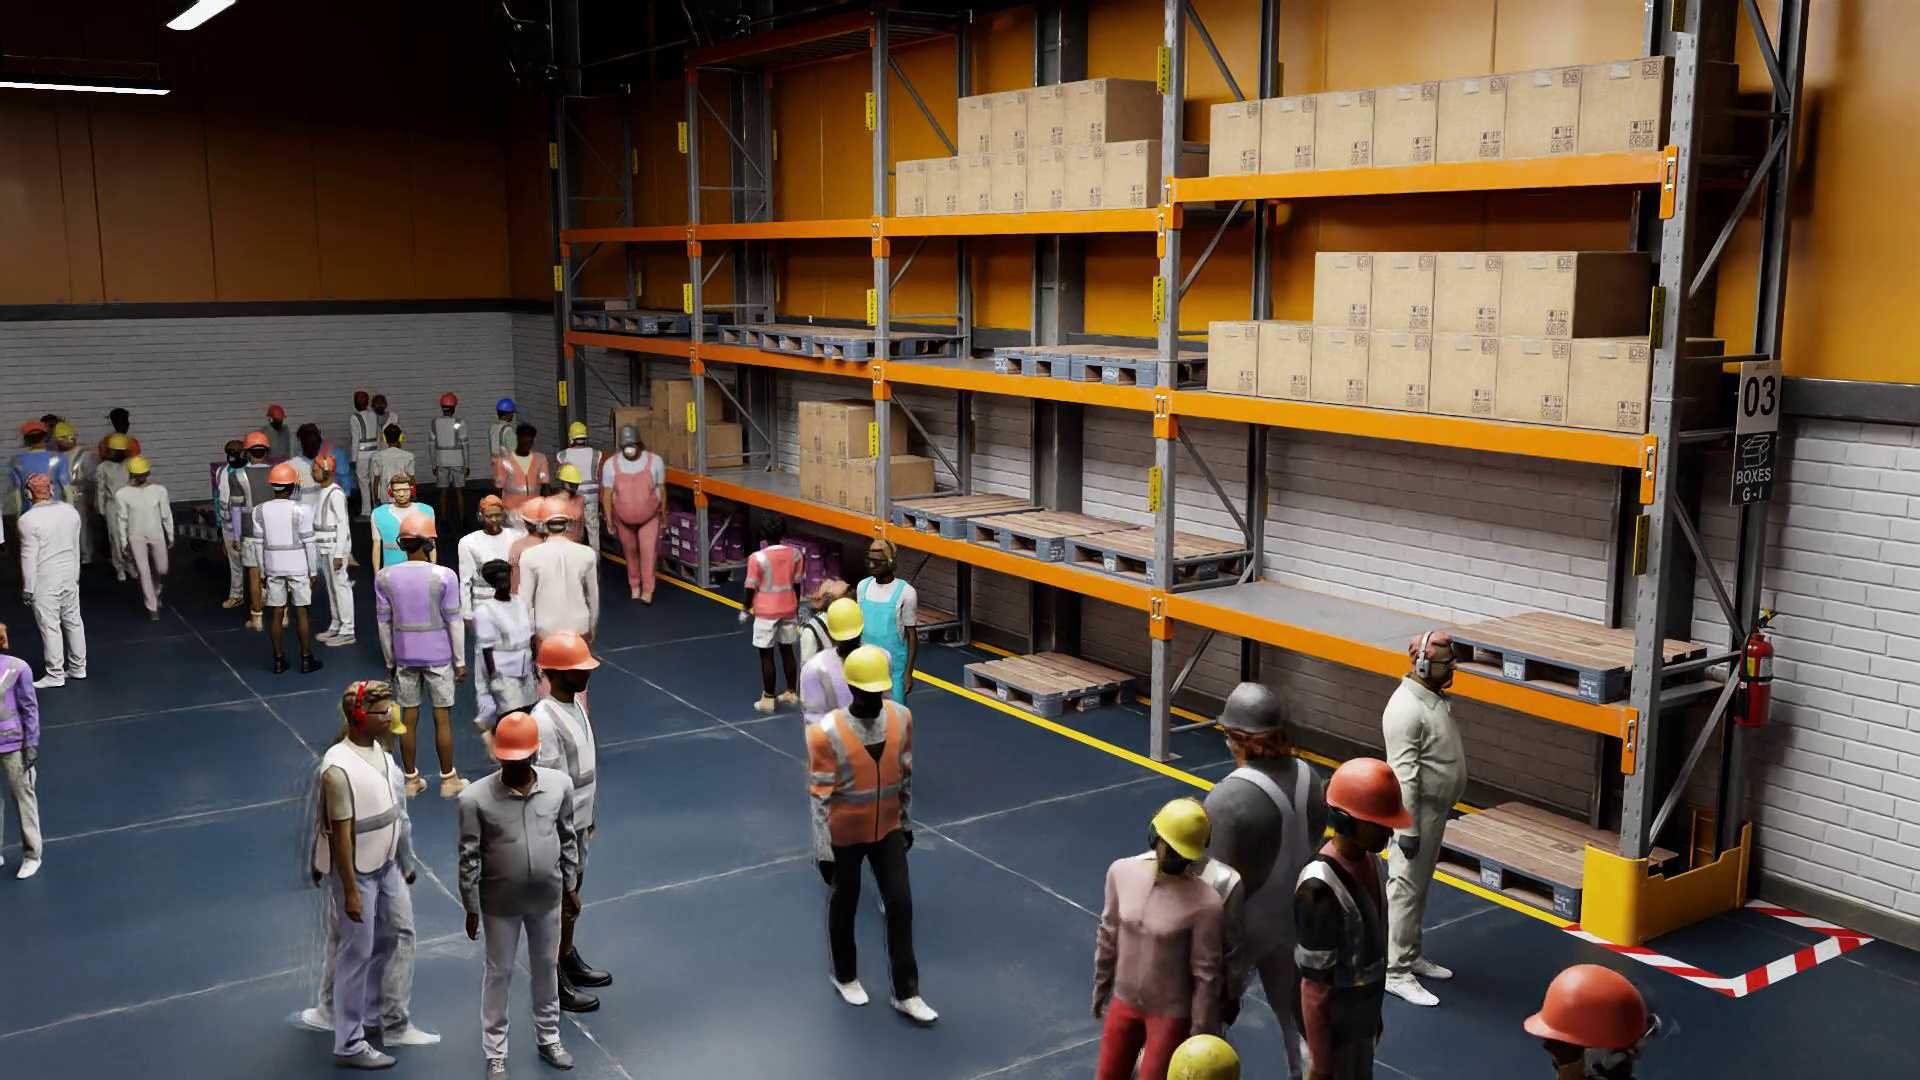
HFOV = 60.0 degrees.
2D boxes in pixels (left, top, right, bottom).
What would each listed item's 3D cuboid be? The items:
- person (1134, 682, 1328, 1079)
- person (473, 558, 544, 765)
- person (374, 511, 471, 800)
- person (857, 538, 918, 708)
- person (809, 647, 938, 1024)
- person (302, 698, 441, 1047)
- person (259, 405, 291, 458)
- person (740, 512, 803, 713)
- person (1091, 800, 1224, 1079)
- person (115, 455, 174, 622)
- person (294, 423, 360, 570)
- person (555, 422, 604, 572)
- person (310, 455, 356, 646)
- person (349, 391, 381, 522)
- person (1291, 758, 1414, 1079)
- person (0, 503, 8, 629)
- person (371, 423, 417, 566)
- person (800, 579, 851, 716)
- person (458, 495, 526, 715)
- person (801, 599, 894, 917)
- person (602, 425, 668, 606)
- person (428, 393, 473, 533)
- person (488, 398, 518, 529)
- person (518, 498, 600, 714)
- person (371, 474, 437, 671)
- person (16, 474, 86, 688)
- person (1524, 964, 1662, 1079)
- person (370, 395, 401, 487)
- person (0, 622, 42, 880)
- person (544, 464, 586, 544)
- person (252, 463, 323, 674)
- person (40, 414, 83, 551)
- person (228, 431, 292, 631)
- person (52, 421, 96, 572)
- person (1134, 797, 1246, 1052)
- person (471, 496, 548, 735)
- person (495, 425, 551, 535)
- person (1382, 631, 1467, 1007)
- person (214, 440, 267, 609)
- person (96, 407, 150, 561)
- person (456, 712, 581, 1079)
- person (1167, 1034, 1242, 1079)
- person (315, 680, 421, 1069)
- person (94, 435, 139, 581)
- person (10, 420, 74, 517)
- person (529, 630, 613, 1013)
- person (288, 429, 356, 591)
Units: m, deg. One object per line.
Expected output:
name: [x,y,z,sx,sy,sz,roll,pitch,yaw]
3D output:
person: [1.229,1.561,7.254,0.709,2.000,0.998,-7,12,-36]
person: [-3.274,0.946,11.981,0.637,1.669,0.556,5,11,28]
person: [-3.748,0.814,11.637,0.608,2.044,0.372,1,10,4]
person: [-0.537,0.898,11.719,0.505,1.846,0.346,6,11,30]
person: [-0.422,1.464,8.230,0.626,1.891,0.845,-6,11,-31]
person: [-2.911,1.593,8.100,0.795,1.707,0.359,5,11,27]
person: [-9.722,-1.078,23.673,0.482,1.720,0.581,5,11,25]
person: [-1.557,0.603,13.904,0.542,1.695,0.353,-9,13,-42]
person: [0.747,1.841,6.521,0.550,1.721,0.452,8,13,39]
person: [-8.568,-0.036,17.492,0.537,1.750,0.605,-7,12,-37]
person: [-7.737,-0.533,20.279,0.685,1.806,0.585,1,10,5]
person: [-4.551,-0.507,19.987,0.600,1.836,0.404,-3,10,-17]
person: [-6.156,0.098,16.308,0.357,1.881,0.574,-7,12,-34]
person: [-8.561,-1.202,23.930,0.345,1.882,0.584,3,10,19]
person: [1.426,1.767,6.098,0.410,2.028,0.618,6,11,30]
person: [-9.959,0.012,16.813,0.356,1.883,0.573,8,12,38]
person: [-6.630,-0.437,19.526,0.500,1.861,0.324,-3,10,-17]
person: [-0.807,1.082,11.302,0.505,1.616,0.544,6,11,32]
person: [-3.803,0.557,13.643,0.582,1.877,0.356,-6,11,-30]
person: [-0.627,1.240,9.670,0.609,1.858,1.021,-5,11,-28]
person: [-3.563,-0.301,18.183,0.693,2.000,1.019,-1,10,-4]
person: [-7.036,-1.065,22.969,0.547,1.937,0.379,0,10,2]
person: [-5.991,-0.900,21.978,0.389,1.946,0.603,-9,13,-43]
person: [-3.076,0.671,12.715,0.678,1.961,0.540,-6,11,-31]
person: [-5.073,0.301,15.219,0.571,1.843,0.373,-5,11,-28]
person: [-8.065,0.359,14.715,0.400,1.905,0.643,3,10,14]
person: [1.790,2.094,4.368,0.883,1.965,0.639,3,10,20]
person: [-8.562,-1.261,24.601,0.568,1.785,0.985,-7,12,-35]
person: [-5.874,1.268,10.162,0.515,1.636,0.315,1,10,4]
person: [-4.097,0.065,16.965,0.707,1.732,0.538,7,12,37]
person: [-6.126,0.264,15.171,0.549,1.937,0.358,0,10,-2]
person: [-11.568,-0.692,21.144,0.543,1.811,0.780,8,13,41]
person: [-7.144,-0.097,17.013,0.600,2.035,0.409,-8,13,-40]
person: [-10.736,-0.524,20.121,0.598,1.835,0.404,3,10,16]
person: [0.927,1.836,6.863,0.517,1.626,0.456,5,11,29]
person: [-3.351,0.640,12.874,0.609,1.968,0.878,9,13,42]
person: [-4.992,-0.376,19.069,0.608,1.898,1.078,-6,11,-32]
person: [2.392,1.405,8.564,0.407,1.910,0.639,5,11,28]
person: [-7.766,-0.167,17.980,0.634,1.842,0.429,2,10,10]
person: [-10.568,-0.714,20.988,0.631,1.922,1.022,5,11,27]
person: [-2.015,1.634,7.676,0.573,1.746,0.337,-6,12,-33]
person: [0.634,2.176,4.514,0.493,1.742,0.322,4,10,21]
person: [-2.833,1.559,7.879,0.382,1.836,0.570,1,10,4]
person: [-9.834,-0.368,19.489,0.507,1.726,0.493,-7,12,-37]
person: [-10.101,-0.317,18.366,0.623,2.011,0.502,-2,10,-10]
person: [-1.983,1.407,8.456,0.360,1.939,0.543,1,10,3]
person: [-7.234,-0.309,18.707,1.001,1.867,0.605,2,10,14]
